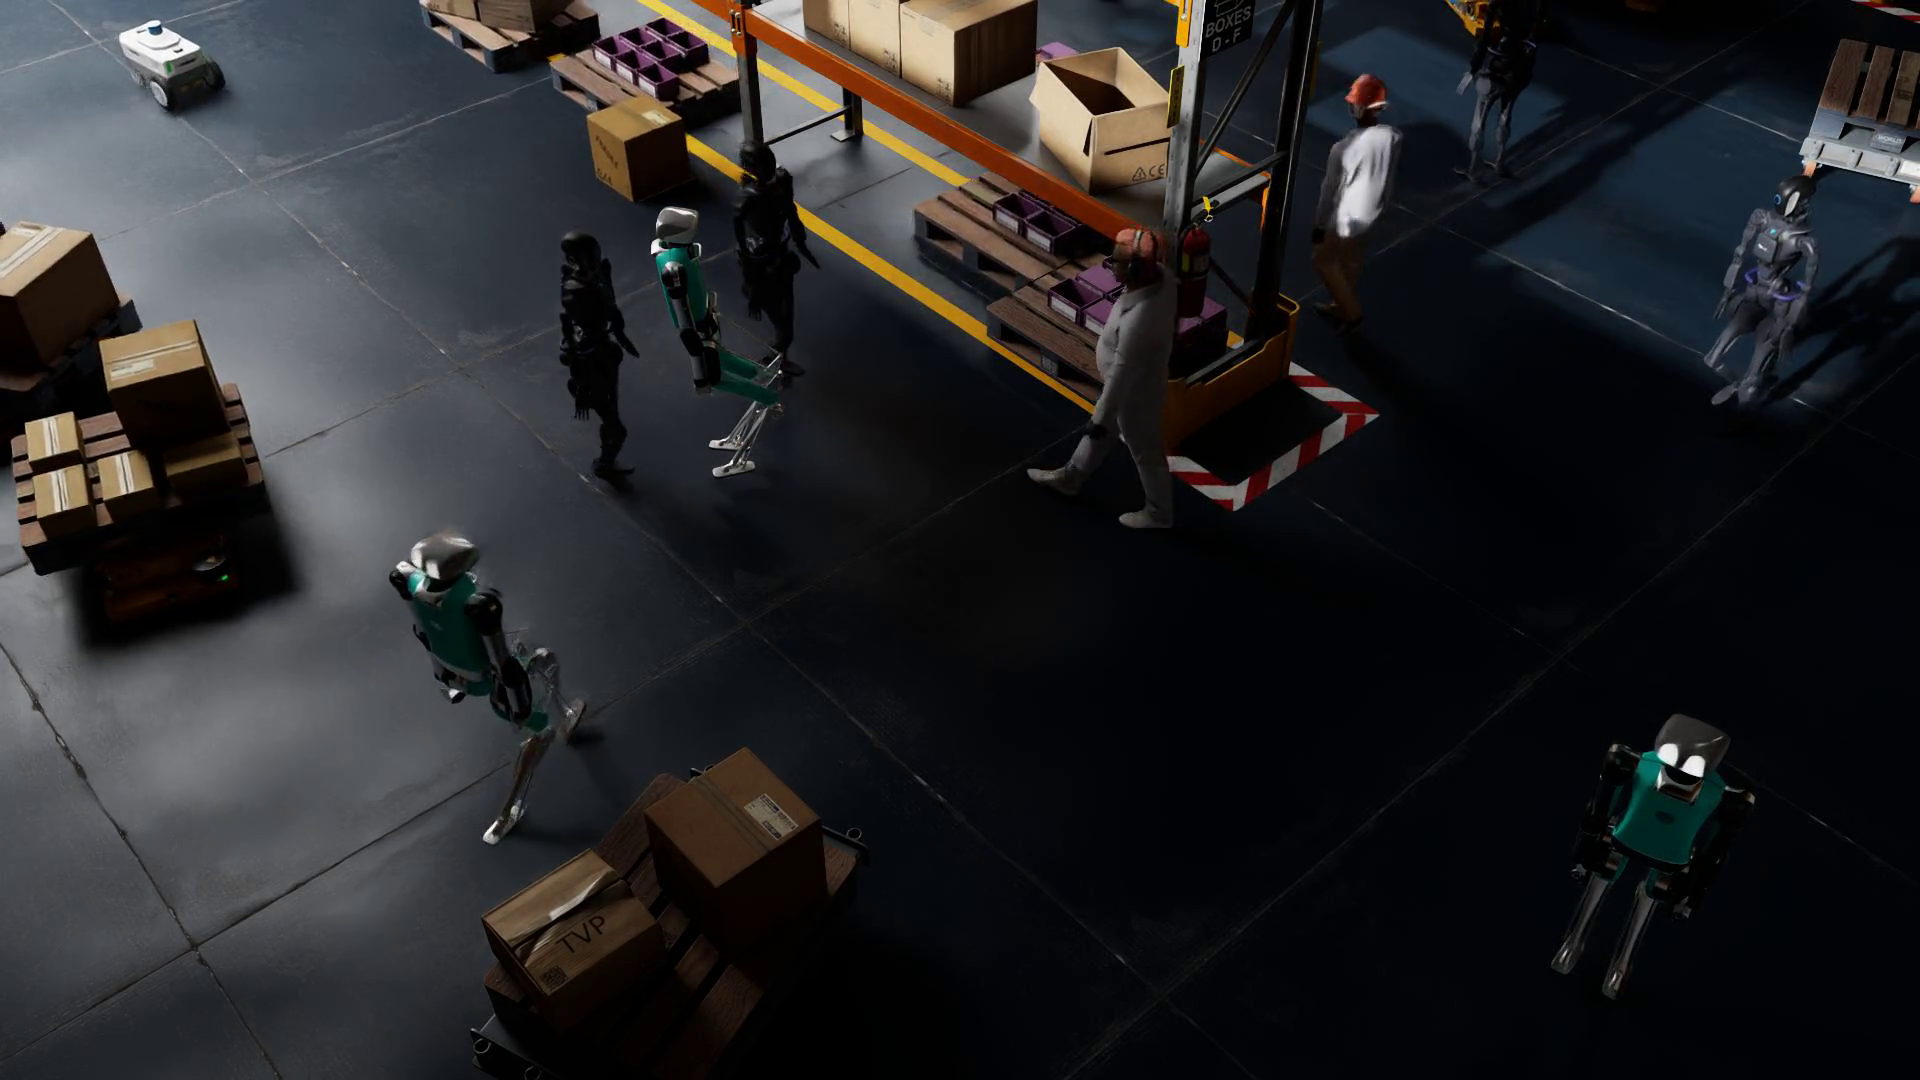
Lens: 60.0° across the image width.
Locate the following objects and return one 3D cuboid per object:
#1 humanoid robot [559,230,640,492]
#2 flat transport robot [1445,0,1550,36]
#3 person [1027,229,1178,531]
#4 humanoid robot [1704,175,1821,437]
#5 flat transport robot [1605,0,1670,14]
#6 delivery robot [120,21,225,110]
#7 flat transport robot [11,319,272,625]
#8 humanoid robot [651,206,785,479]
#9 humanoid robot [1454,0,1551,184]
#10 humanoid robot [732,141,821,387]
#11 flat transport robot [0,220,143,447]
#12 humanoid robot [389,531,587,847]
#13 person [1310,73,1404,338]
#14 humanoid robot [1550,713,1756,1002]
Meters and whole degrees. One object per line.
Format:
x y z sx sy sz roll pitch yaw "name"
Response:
-1.990 -0.993 9.139 0.352 1.649 0.608 11 44 12 "humanoid robot"
4.441 -4.729 14.239 0.659 0.231 1.431 -7 43 -8 "flat transport robot"
0.786 -0.822 8.804 0.932 1.864 0.677 8 43 8 "person"
4.591 -1.313 9.481 0.346 1.650 0.605 -17 45 -18 "humanoid robot"
5.481 -4.934 14.462 1.431 0.231 0.659 24 48 24 "flat transport robot"
-6.174 -3.737 12.946 0.781 0.591 0.499 29 50 28 "delivery robot"
-4.470 -0.140 9.247 0.659 0.231 1.431 -18 46 -19 "flat transport robot"
-1.233 -1.069 9.074 0.735 1.677 0.533 -4 43 -4 "humanoid robot"
3.806 -3.318 11.659 0.584 1.653 0.330 -18 46 -19 "humanoid robot"
-1.086 -1.615 9.818 0.332 1.657 0.602 24 48 24 "humanoid robot"
-5.803 -1.054 10.242 0.659 0.231 1.431 11 44 12 "flat transport robot"
-1.965 0.480 7.505 0.530 1.774 0.975 20 46 21 "humanoid robot"
2.431 -2.001 10.187 0.578 1.728 0.485 -26 48 -25 "person"
2.755 1.185 6.651 0.534 1.693 0.732 21 47 21 "humanoid robot"
